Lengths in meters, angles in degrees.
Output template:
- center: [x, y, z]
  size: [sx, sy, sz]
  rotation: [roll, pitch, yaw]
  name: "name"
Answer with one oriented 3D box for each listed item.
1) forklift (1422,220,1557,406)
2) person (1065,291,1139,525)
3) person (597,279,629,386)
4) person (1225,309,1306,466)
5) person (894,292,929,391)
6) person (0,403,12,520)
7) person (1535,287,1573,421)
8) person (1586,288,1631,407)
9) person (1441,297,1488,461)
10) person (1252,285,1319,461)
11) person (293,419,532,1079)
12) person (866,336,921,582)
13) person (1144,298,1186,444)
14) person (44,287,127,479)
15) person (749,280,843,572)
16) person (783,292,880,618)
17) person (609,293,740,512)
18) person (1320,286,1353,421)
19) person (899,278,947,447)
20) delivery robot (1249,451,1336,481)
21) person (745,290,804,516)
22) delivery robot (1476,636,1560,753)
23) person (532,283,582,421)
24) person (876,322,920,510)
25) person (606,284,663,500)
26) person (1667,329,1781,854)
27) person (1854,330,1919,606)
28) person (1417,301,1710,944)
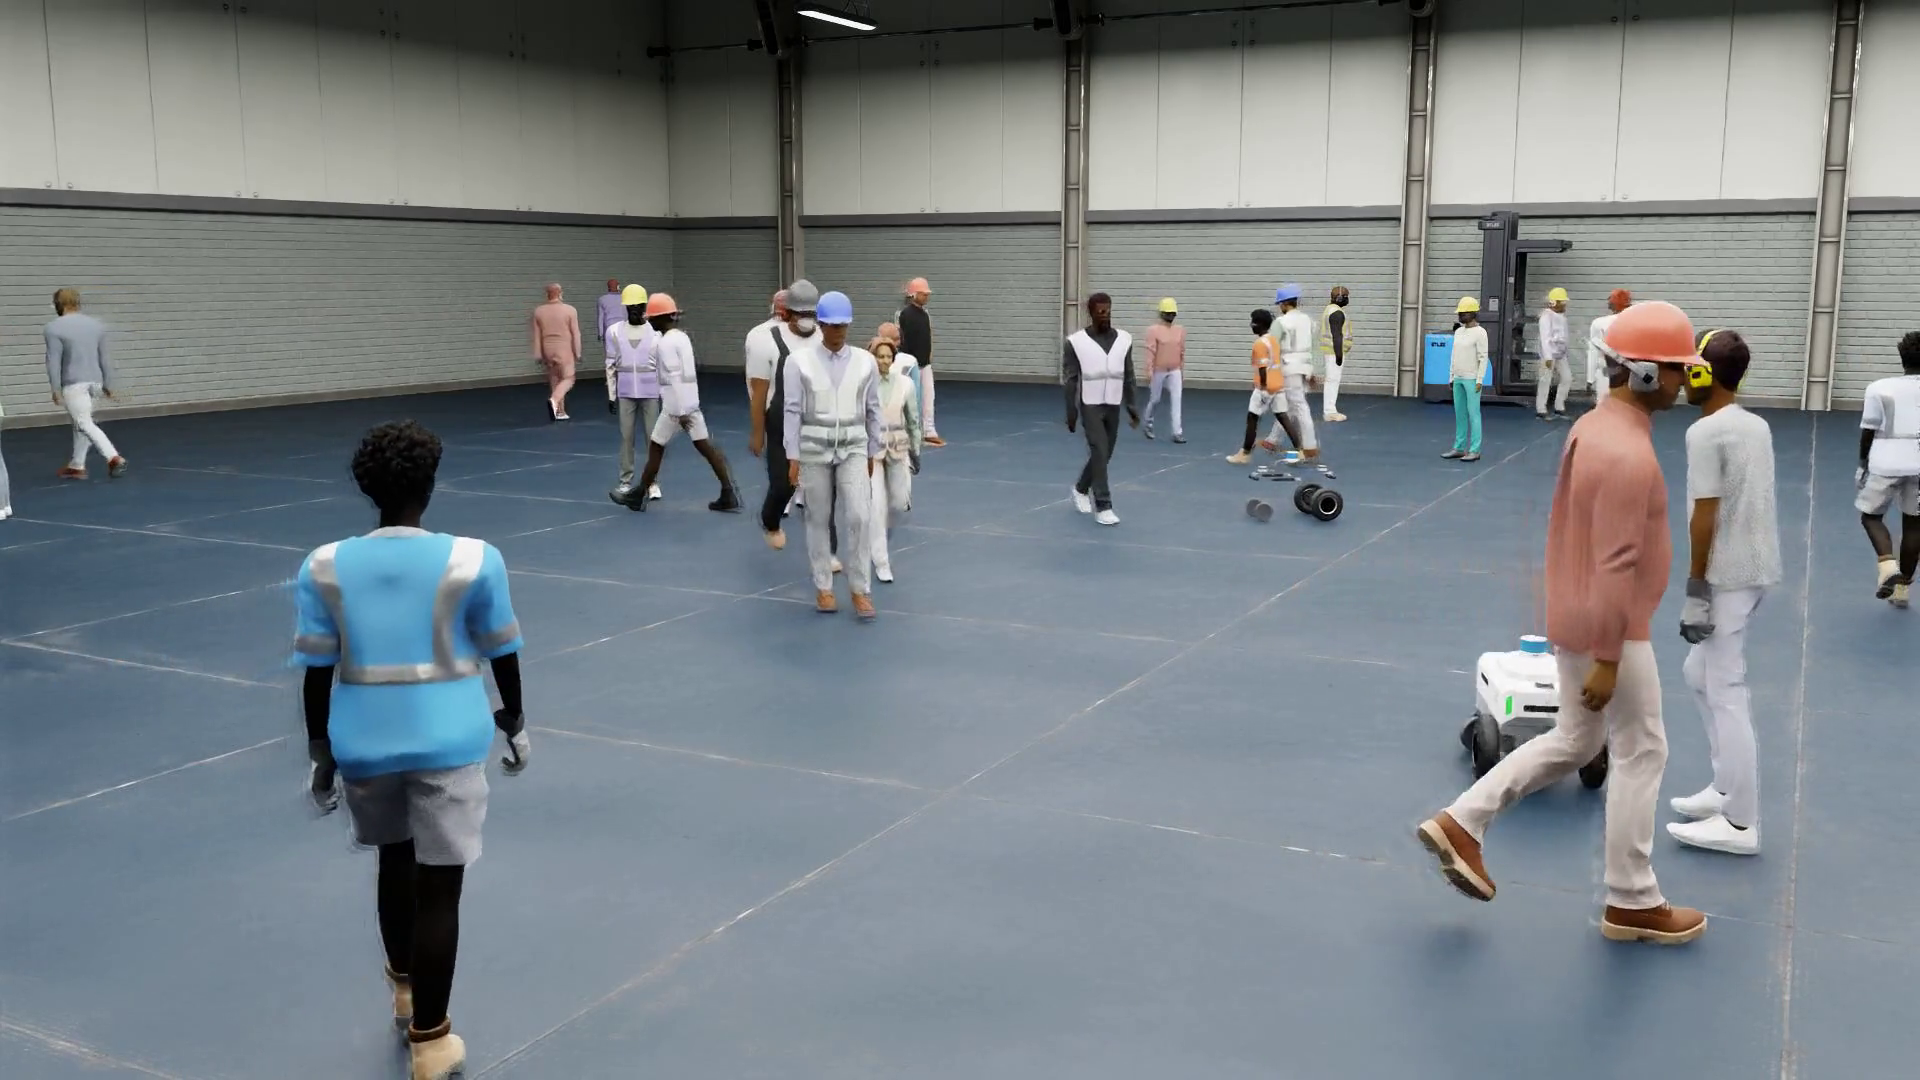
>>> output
- center: [8.245, -3.527, 25.720]
  size: [1.873, 2.768, 1.129]
  rotation: [5, 10, 27]
  name: "forklift"
- center: [1.129, -1.118, 13.797]
  size: [0.590, 1.888, 0.912]
  rotation: [-4, 10, -24]
  name: "person"
- center: [-6.151, -3.698, 29.649]
  size: [0.650, 1.904, 0.401]
  rotation: [-4, 10, -24]
  name: "person"
- center: [3.279, -1.600, 17.483]
  size: [0.819, 1.650, 0.547]
  rotation: [5, 11, 29]
  name: "person"
- center: [-0.700, -2.720, 23.961]
  size: [0.519, 1.804, 0.974]
  rotation: [-1, 9, -3]
  name: "person"
- center: [-8.048, -0.973, 13.697]
  size: [0.289, 1.632, 0.503]
  rotation: [-2, 9, -13]
  name: "person"
- center: [8.180, -2.534, 22.732]
  size: [0.592, 1.811, 0.625]
  rotation: [9, 13, 44]
  name: "person"
- center: [6.874, -1.696, 17.419]
  size: [0.577, 1.870, 0.509]
  rotation: [0, 9, 3]
  name: "person"
- center: [5.486, -1.747, 18.038]
  size: [0.311, 1.766, 0.533]
  rotation: [-4, 10, -21]
  name: "person"
- center: [3.551, -1.814, 18.072]
  size: [0.631, 1.875, 1.007]
  rotation: [-8, 12, -40]
  name: "person"
- center: [-1.383, 0.524, 4.323]
  size: [0.542, 1.670, 0.691]
  rotation: [0, 9, 2]
  name: "person"
- center: [-0.528, -0.565, 11.208]
  size: [0.528, 1.617, 0.661]
  rotation: [-4, 10, -21]
  name: "person"
- center: [2.463, -2.061, 20.098]
  size: [0.538, 1.726, 0.894]
  rotation: [-3, 10, -17]
  name: "person"
- center: [-8.546, -1.522, 16.264]
  size: [0.917, 1.904, 0.649]
  rotation: [3, 10, 19]
  name: "person"
- center: [-1.117, -0.805, 11.510]
  size: [0.704, 2.000, 0.787]
  rotation: [-4, 10, -21]
  name: "person"
- center: [-0.736, -0.489, 9.801]
  size: [0.607, 1.915, 0.811]
  rotation: [-2, 9, -14]
  name: "person"
- center: [-2.418, -1.154, 14.132]
  size: [1.118, 1.859, 0.565]
  rotation: [2, 9, 13]
  name: "person"
- center: [5.180, -2.566, 22.887]
  size: [0.429, 1.836, 0.630]
  rotation: [1, 9, 6]
  name: "person"
- center: [-0.573, -2.096, 19.566]
  size: [0.831, 1.974, 0.624]
  rotation: [5, 11, 30]
  name: "person"
- center: [2.776, -0.624, 13.877]
  size: [0.698, 0.223, 0.335]
  rotation: [-1, 9, -7]
  name: "delivery robot"
- center: [-1.489, -1.164, 14.067]
  size: [0.640, 1.886, 0.678]
  rotation: [-1, 9, -8]
  name: "person"
- center: [2.363, 0.639, 6.886]
  size: [0.477, 0.478, 0.707]
  rotation: [1, 9, 9]
  name: "delivery robot"
- center: [-5.484, -2.545, 22.601]
  size: [0.649, 1.884, 0.712]
  rotation: [2, 10, 14]
  name: "person"
- center: [-0.593, -1.011, 13.949]
  size: [0.512, 1.622, 0.369]
  rotation: [0, 9, -3]
  name: "person"
- center: [-2.881, -1.325, 14.935]
  size: [0.589, 1.927, 0.388]
  rotation: [0, 9, 1]
  name: "person"
- center: [2.746, 0.173, 5.981]
  size: [0.509, 1.837, 0.459]
  rotation: [-8, 12, -42]
  name: "person"
- center: [5.760, -0.425, 10.119]
  size: [0.545, 1.683, 0.423]
  rotation: [2, 9, 14]
  name: "person"
- center: [1.883, 0.251, 5.117]
  size: [0.798, 1.965, 0.624]
  rotation: [1, 9, 7]
  name: "person"
